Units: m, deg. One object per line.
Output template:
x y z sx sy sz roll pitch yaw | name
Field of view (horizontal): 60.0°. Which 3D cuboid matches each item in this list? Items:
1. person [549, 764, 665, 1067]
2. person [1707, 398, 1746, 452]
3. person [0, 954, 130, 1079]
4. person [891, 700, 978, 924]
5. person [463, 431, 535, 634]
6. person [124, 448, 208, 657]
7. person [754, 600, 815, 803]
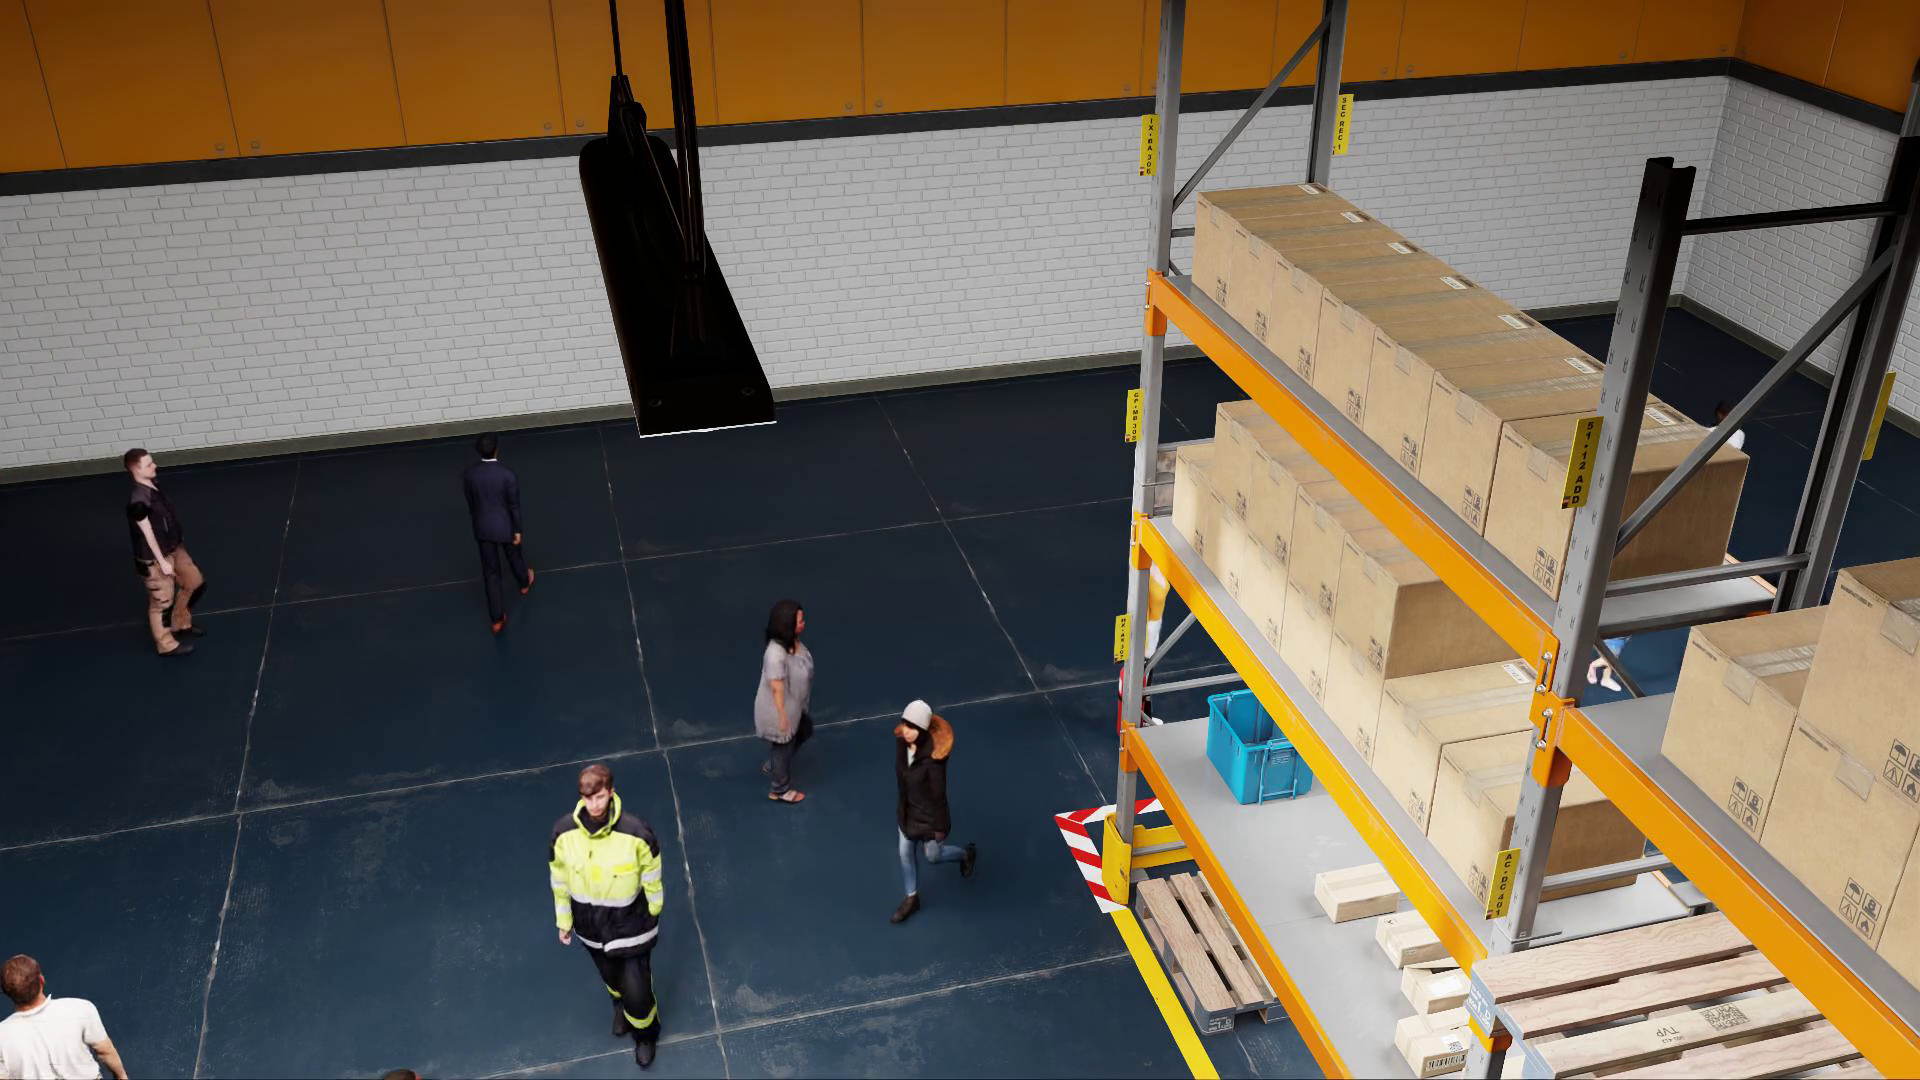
-1.996 2.053 9.605 0.897 1.963 0.944 2 29 3 | person
6.465 -0.462 14.486 0.599 1.704 0.981 -7 29 -12 | person
-4.404 2.891 8.237 0.888 1.801 1.305 -14 32 -24 | person
-0.188 1.694 10.627 0.976 1.614 0.969 22 36 34 | person
-3.855 -0.030 13.715 0.859 1.682 1.173 0 29 0 | person
-6.505 0.111 13.307 0.777 1.827 0.640 -3 29 -6 | person
-1.318 1.128 11.688 0.775 1.592 0.675 1 29 2 | person
